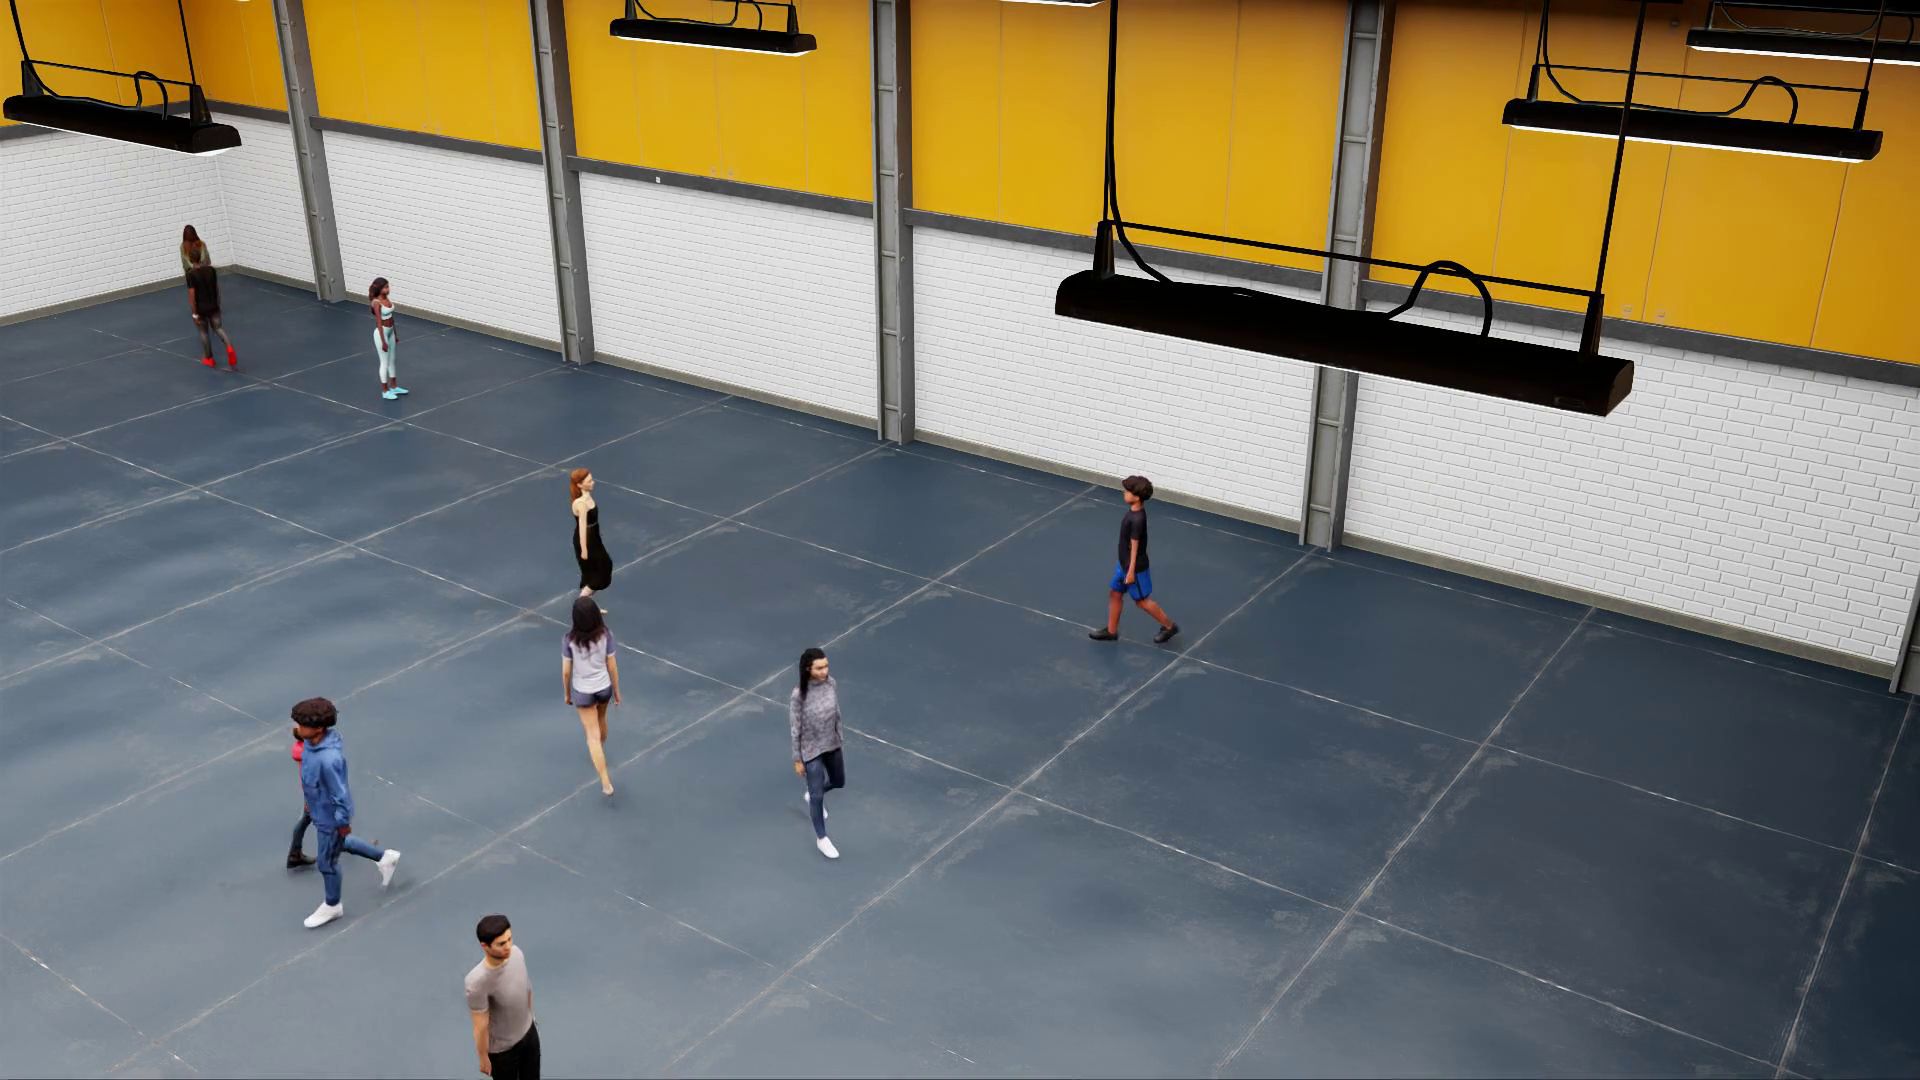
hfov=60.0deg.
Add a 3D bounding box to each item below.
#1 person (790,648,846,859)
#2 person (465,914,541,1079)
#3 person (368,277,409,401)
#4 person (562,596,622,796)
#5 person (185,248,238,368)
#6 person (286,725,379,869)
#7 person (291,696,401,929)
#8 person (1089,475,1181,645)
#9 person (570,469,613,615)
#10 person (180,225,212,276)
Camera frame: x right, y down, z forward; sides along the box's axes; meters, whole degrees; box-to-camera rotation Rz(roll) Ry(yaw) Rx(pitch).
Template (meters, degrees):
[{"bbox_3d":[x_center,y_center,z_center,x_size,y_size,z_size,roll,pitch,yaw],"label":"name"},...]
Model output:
[{"bbox_3d":[-1.147,1.612,13.070,0.790,1.719,0.956,-18,29,-35],"label":"person"},{"bbox_3d":[-2.778,2.958,10.009,0.926,1.704,0.693,12,26,25],"label":"person"},{"bbox_3d":[-8.027,-2.830,23.225,0.659,1.725,0.645,4,24,8],"label":"person"},{"bbox_3d":[-3.034,1.314,13.792,1.001,1.687,1.230,-10,25,-21],"label":"person"},{"bbox_3d":[-10.992,-3.374,24.395,1.034,1.784,0.713,19,30,36],"label":"person"},{"bbox_3d":[-5.027,1.969,12.804,0.824,1.279,0.912,-11,26,-24],"label":"person"},{"bbox_3d":[-4.559,1.940,12.238,0.980,1.785,1.062,-16,28,-32],"label":"person"},{"bbox_3d":[1.771,0.236,16.157,1.197,1.768,1.022,0,24,0],"label":"person"},{"bbox_3d":[-3.850,0.037,16.801,0.803,1.618,0.743,-3,24,-7],"label":"person"},{"bbox_3d":[-12.462,-4.414,27.161,0.653,1.475,0.637,-13,27,-26],"label":"person"}]
